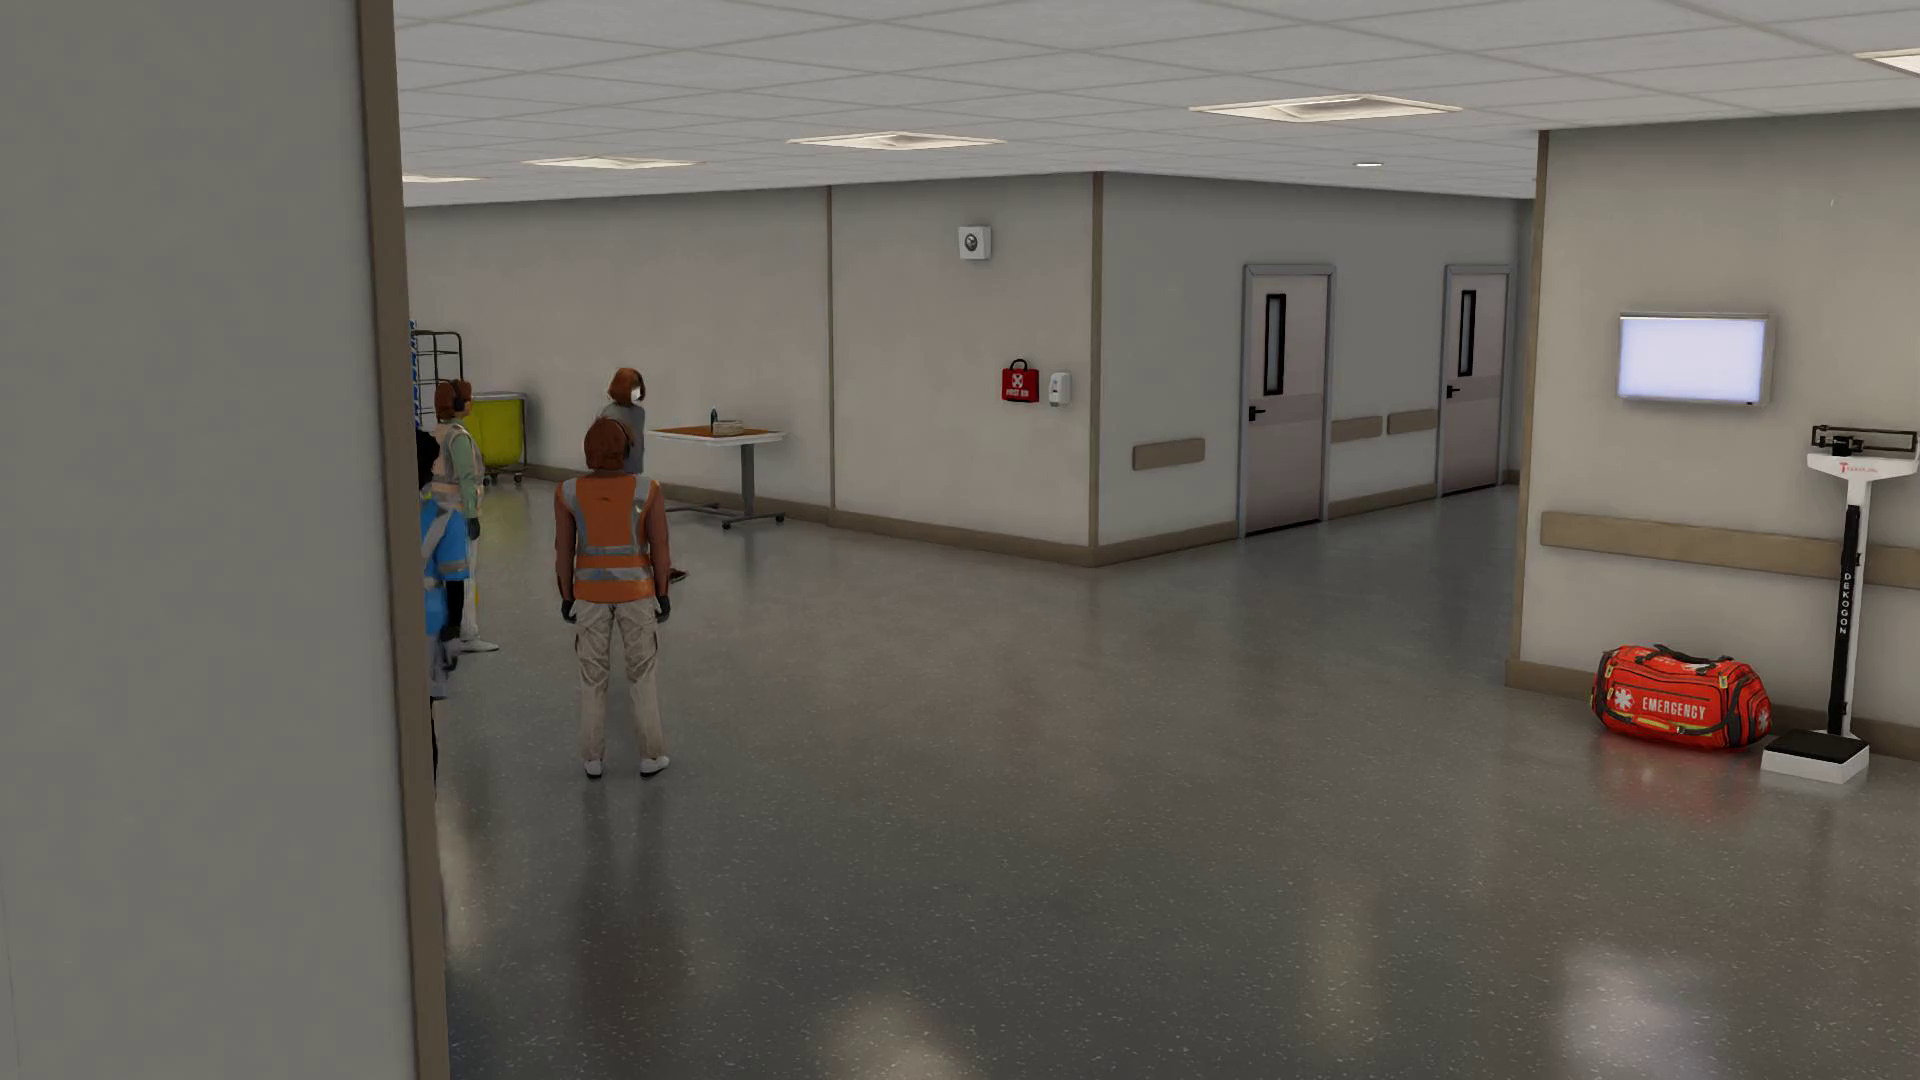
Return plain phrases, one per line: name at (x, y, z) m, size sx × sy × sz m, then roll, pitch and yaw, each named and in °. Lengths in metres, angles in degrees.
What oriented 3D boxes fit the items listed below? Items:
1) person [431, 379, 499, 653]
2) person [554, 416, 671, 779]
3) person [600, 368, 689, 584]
person at (-3.014, -0.144, 10.008) m, size 0.308 × 1.645 × 0.517 m, roll -6°, pitch 11°, yaw -33°
person at (-1.558, 0.266, 7.501) m, size 0.514 × 1.642 × 0.310 m, roll 0°, pitch 9°, yaw -3°
person at (-2.381, -0.441, 11.998) m, size 0.870 × 1.590 × 0.515 m, roll 5°, pitch 11°, yaw 30°
